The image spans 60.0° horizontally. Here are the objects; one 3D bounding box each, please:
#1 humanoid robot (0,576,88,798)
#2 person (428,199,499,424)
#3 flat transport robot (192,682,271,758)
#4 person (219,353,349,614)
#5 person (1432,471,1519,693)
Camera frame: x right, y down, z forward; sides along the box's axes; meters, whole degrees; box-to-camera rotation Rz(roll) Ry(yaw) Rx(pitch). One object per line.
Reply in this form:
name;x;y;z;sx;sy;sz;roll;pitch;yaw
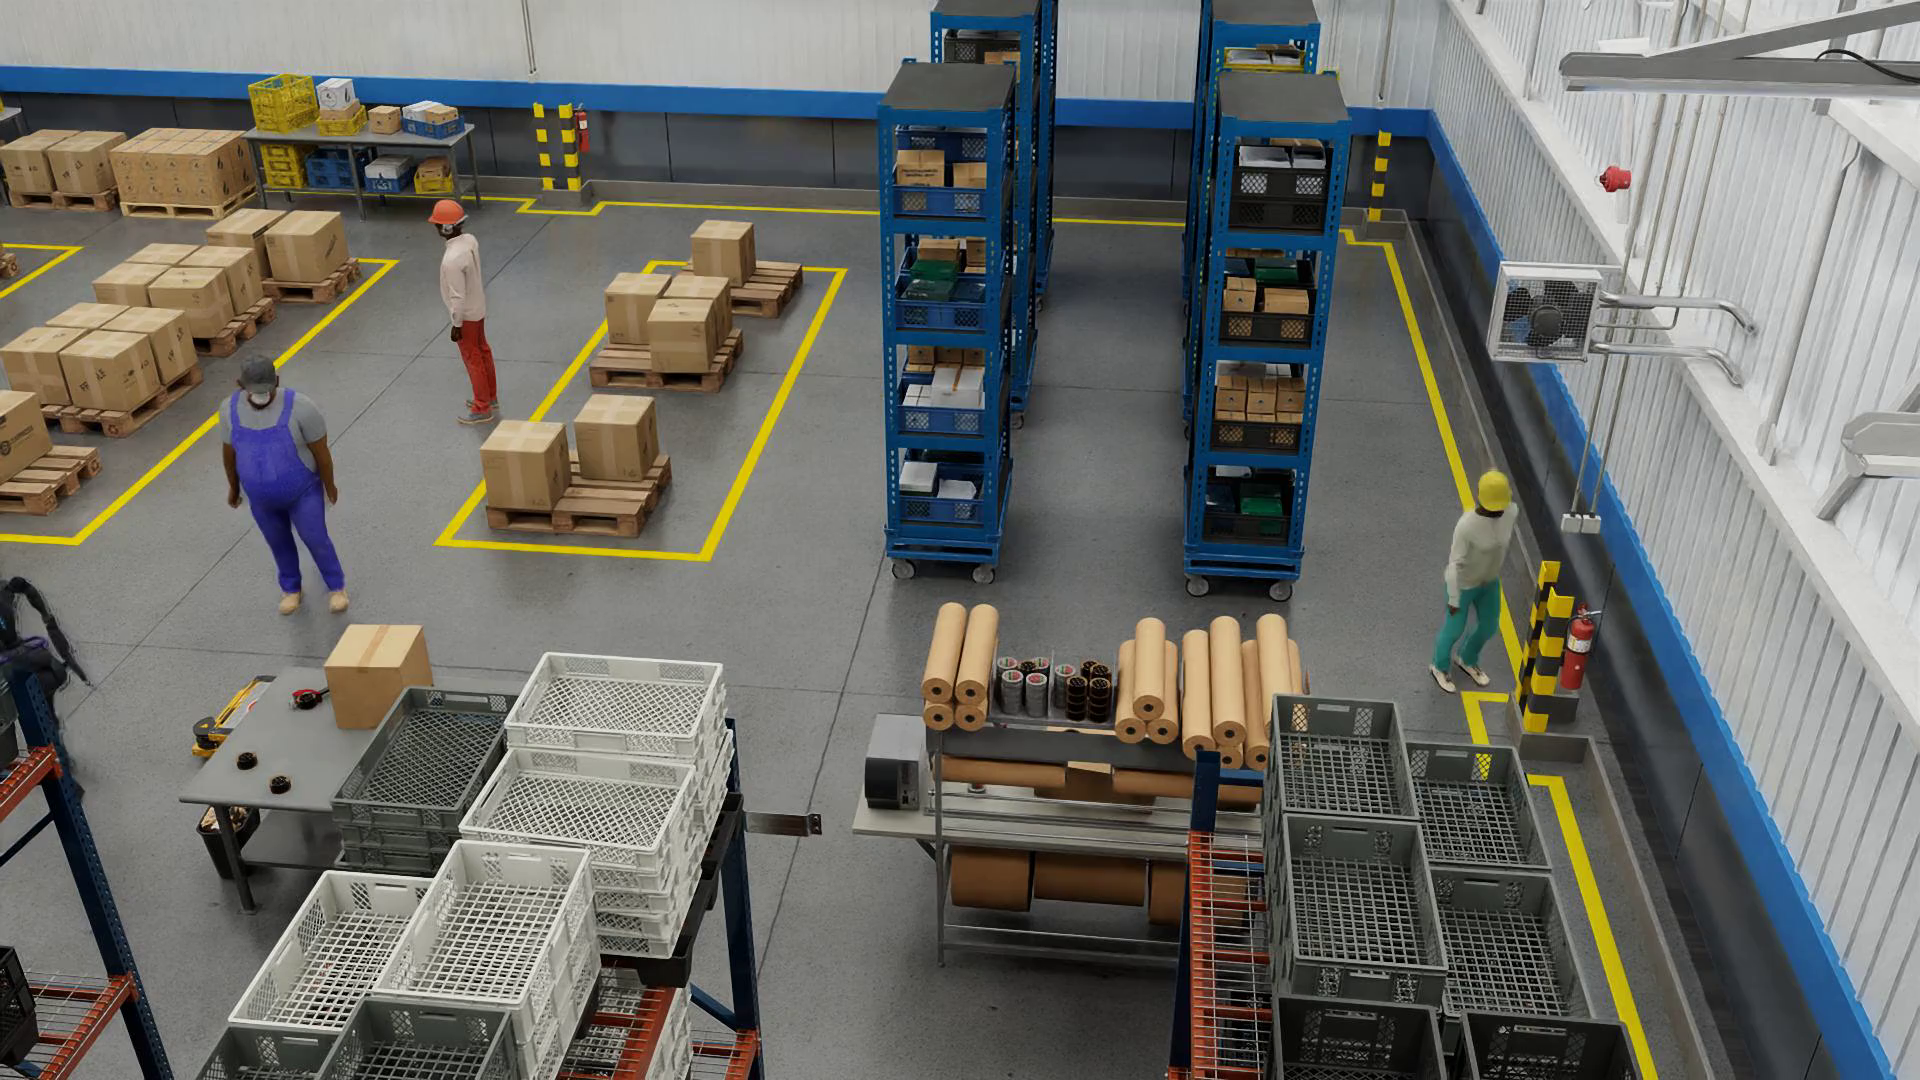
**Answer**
humanoid robot;-5.622;0.799;9.943;0.680;1.612;0.588;24;38;35
person;-4.268;-1.969;14.342;0.377;1.995;0.610;0;30;0
flat transport robot;-4.089;1.163;10.648;1.431;0.197;0.652;3;30;6
person;-4.743;-0.386;11.577;0.738;2.000;0.541;0;30;1
person;3.315;0.274;10.749;0.540;1.727;0.498;-13;33;-21
